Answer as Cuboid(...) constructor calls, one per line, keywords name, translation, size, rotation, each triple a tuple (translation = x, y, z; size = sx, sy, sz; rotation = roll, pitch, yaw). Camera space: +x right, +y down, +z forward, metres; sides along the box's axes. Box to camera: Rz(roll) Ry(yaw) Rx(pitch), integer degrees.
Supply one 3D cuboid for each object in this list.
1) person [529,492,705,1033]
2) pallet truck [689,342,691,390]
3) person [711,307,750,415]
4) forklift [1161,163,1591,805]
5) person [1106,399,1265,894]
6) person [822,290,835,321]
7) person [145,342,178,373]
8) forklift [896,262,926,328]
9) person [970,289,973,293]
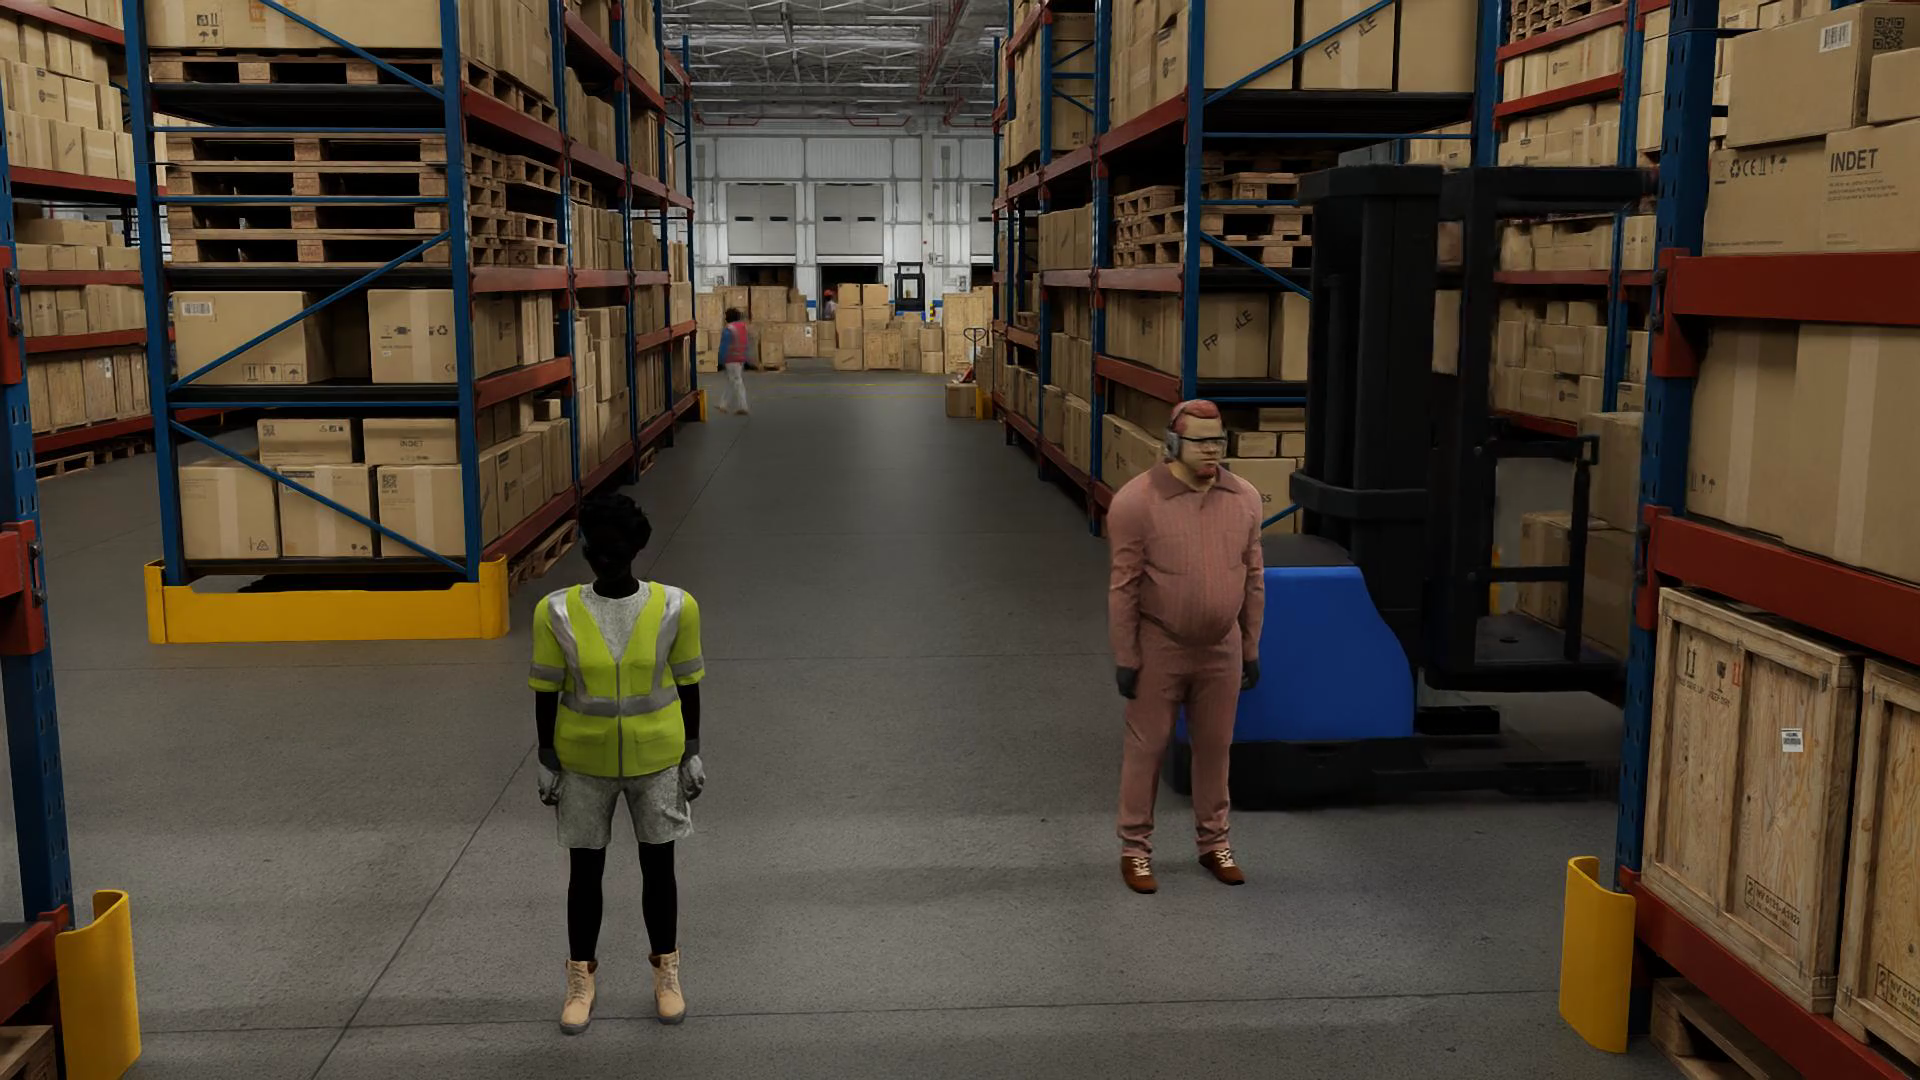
Cuboid(name="person", translation=(-1.060, 0.690, 5.193), size=(0.541, 1.698, 0.316), rotation=(-2, 9, -11))
Cuboid(name="pallet truck", translation=(-5.225, -3.008, 27.480), size=(1.885, 1.965, 0.823), rotation=(2, 9, 14))
Cuboid(name="person", translation=(-3.930, -3.016, 28.126), size=(0.901, 1.802, 0.654), rotation=(4, 10, 25))
Cuboid(name="forklift", translation=(1.832, -0.294, 7.677), size=(1.873, 2.768, 1.129), rotation=(-1, 9, -5))
Cuboid(name="person", translation=(0.876, 0.410, 6.351), size=(0.642, 1.899, 0.397), rotation=(-3, 9, -16))
Cuboid(name="person", translation=(-4.012, -6.860, 51.950), size=(0.855, 1.915, 0.551), rotation=(-4, 10, -24))
Cuboid(name="person", translation=(-19.017, -4.828, 39.317), size=(0.937, 1.875, 0.612), rotation=(-4, 10, -26))
Cuboid(name="forklift", translation=(-1.780, -8.547, 59.499), size=(1.129, 2.768, 1.873), rotation=(-1, 9, -4))
Cuboid(name="person", translation=(0.508, -7.781, 57.870), size=(1.054, 1.885, 0.637), rotation=(0, 9, 1))
